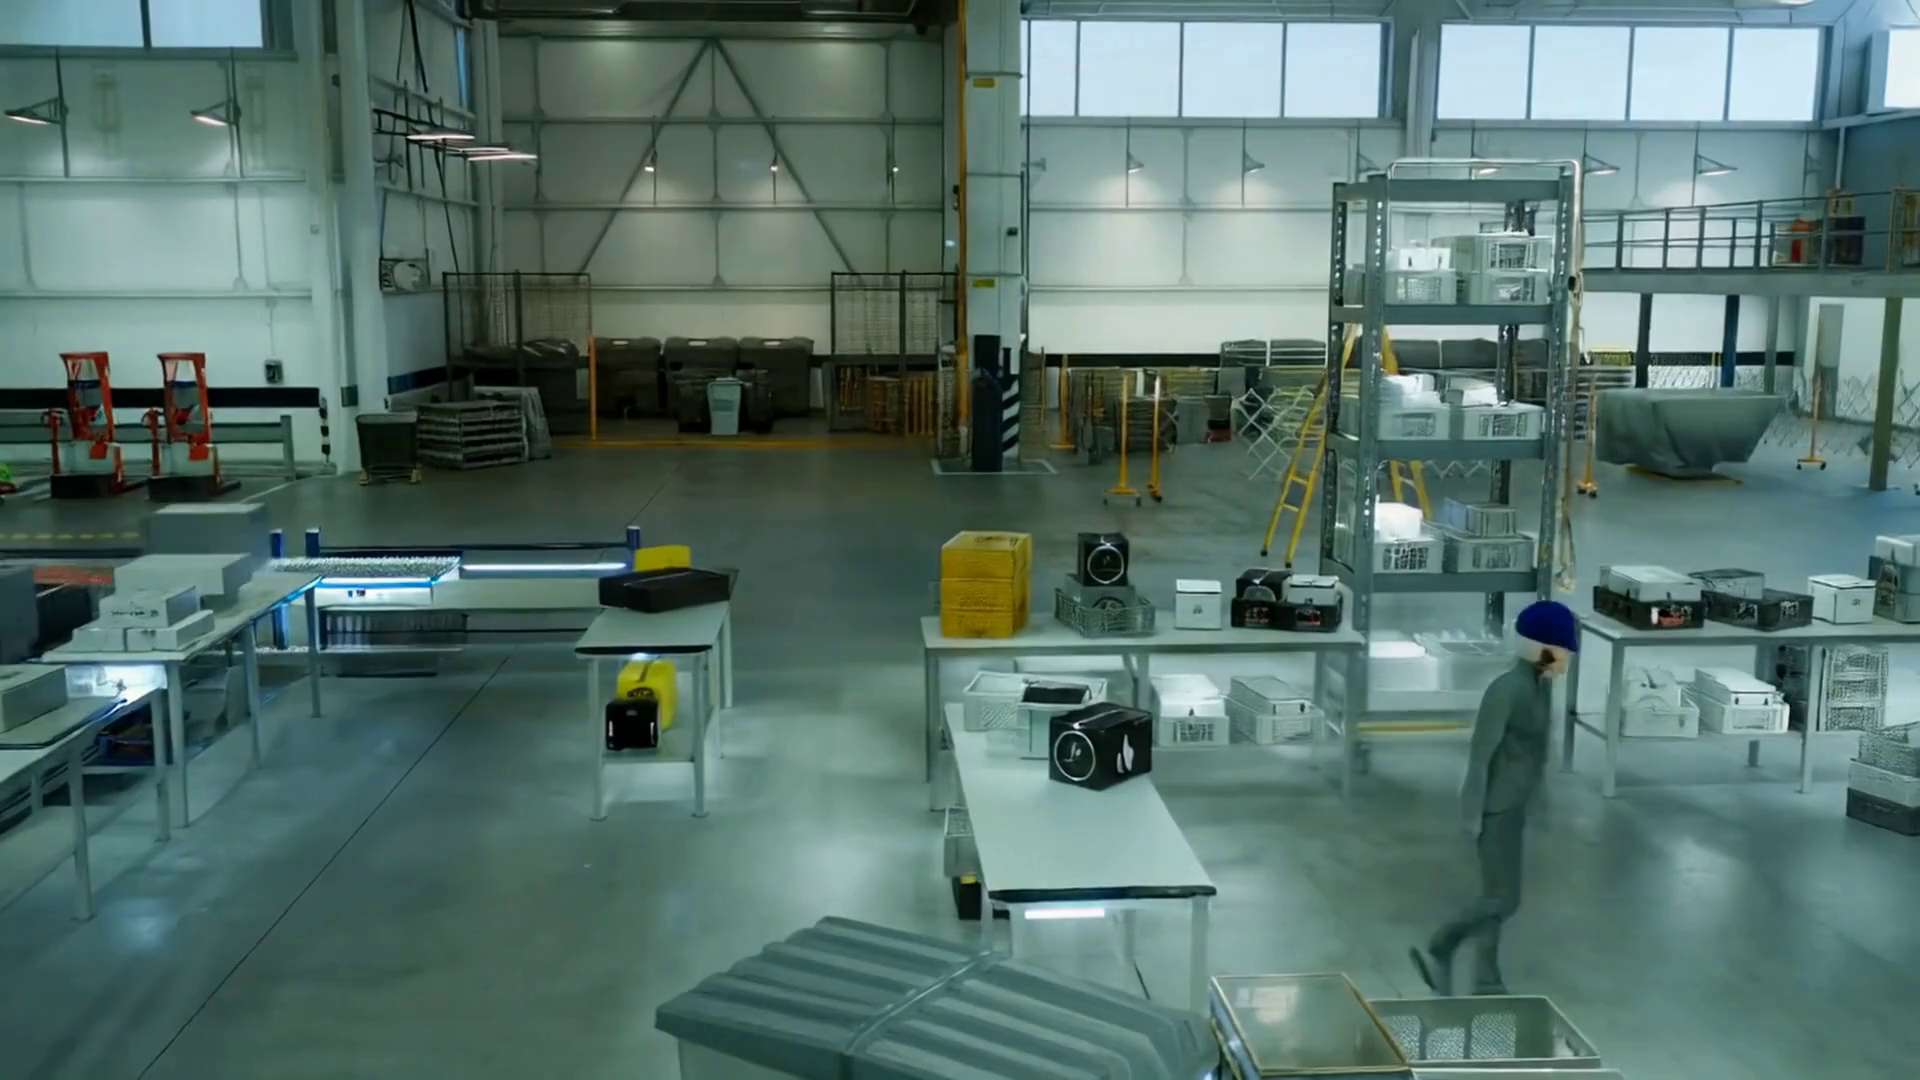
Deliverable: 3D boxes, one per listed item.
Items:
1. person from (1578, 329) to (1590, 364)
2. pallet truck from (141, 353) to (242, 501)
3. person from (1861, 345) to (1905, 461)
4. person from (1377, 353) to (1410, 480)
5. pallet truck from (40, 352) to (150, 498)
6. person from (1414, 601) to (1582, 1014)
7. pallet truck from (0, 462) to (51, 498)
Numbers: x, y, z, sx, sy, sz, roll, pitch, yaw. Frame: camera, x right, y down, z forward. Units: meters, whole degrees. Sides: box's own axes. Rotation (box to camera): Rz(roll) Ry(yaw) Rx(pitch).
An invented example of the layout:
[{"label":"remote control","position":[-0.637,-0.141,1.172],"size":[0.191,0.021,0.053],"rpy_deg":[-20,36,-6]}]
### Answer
[{"label":"person","position":[12.964,-3.496,35.023],"size":[0.595,1.925,0.374],"rpy_deg":[-1,9,-4]},{"label":"pallet truck","position":[-10.520,-1.604,22.925],"size":[0.823,1.965,1.885],"rpy_deg":[-1,9,-6]},{"label":"person","position":[15.253,-2.281,27.443],"size":[0.549,1.914,0.705],"rpy_deg":[-4,10,-24]},{"label":"person","position":[6.401,-1.813,24.598],"size":[0.586,1.880,0.340],"rpy_deg":[-1,9,-4]},{"label":"pallet truck","position":[-11.907,-1.642,23.165],"size":[0.823,1.965,1.885],"rpy_deg":[0,9,0]},{"label":"person","position":[2.238,1.091,6.779],"size":[0.484,1.740,0.535],"rpy_deg":[7,12,38]},{"label":"pallet truck","position":[-13.193,-1.293,23.148],"size":[0.653,1.274,1.630],"rpy_deg":[-1,9,-4]}]
